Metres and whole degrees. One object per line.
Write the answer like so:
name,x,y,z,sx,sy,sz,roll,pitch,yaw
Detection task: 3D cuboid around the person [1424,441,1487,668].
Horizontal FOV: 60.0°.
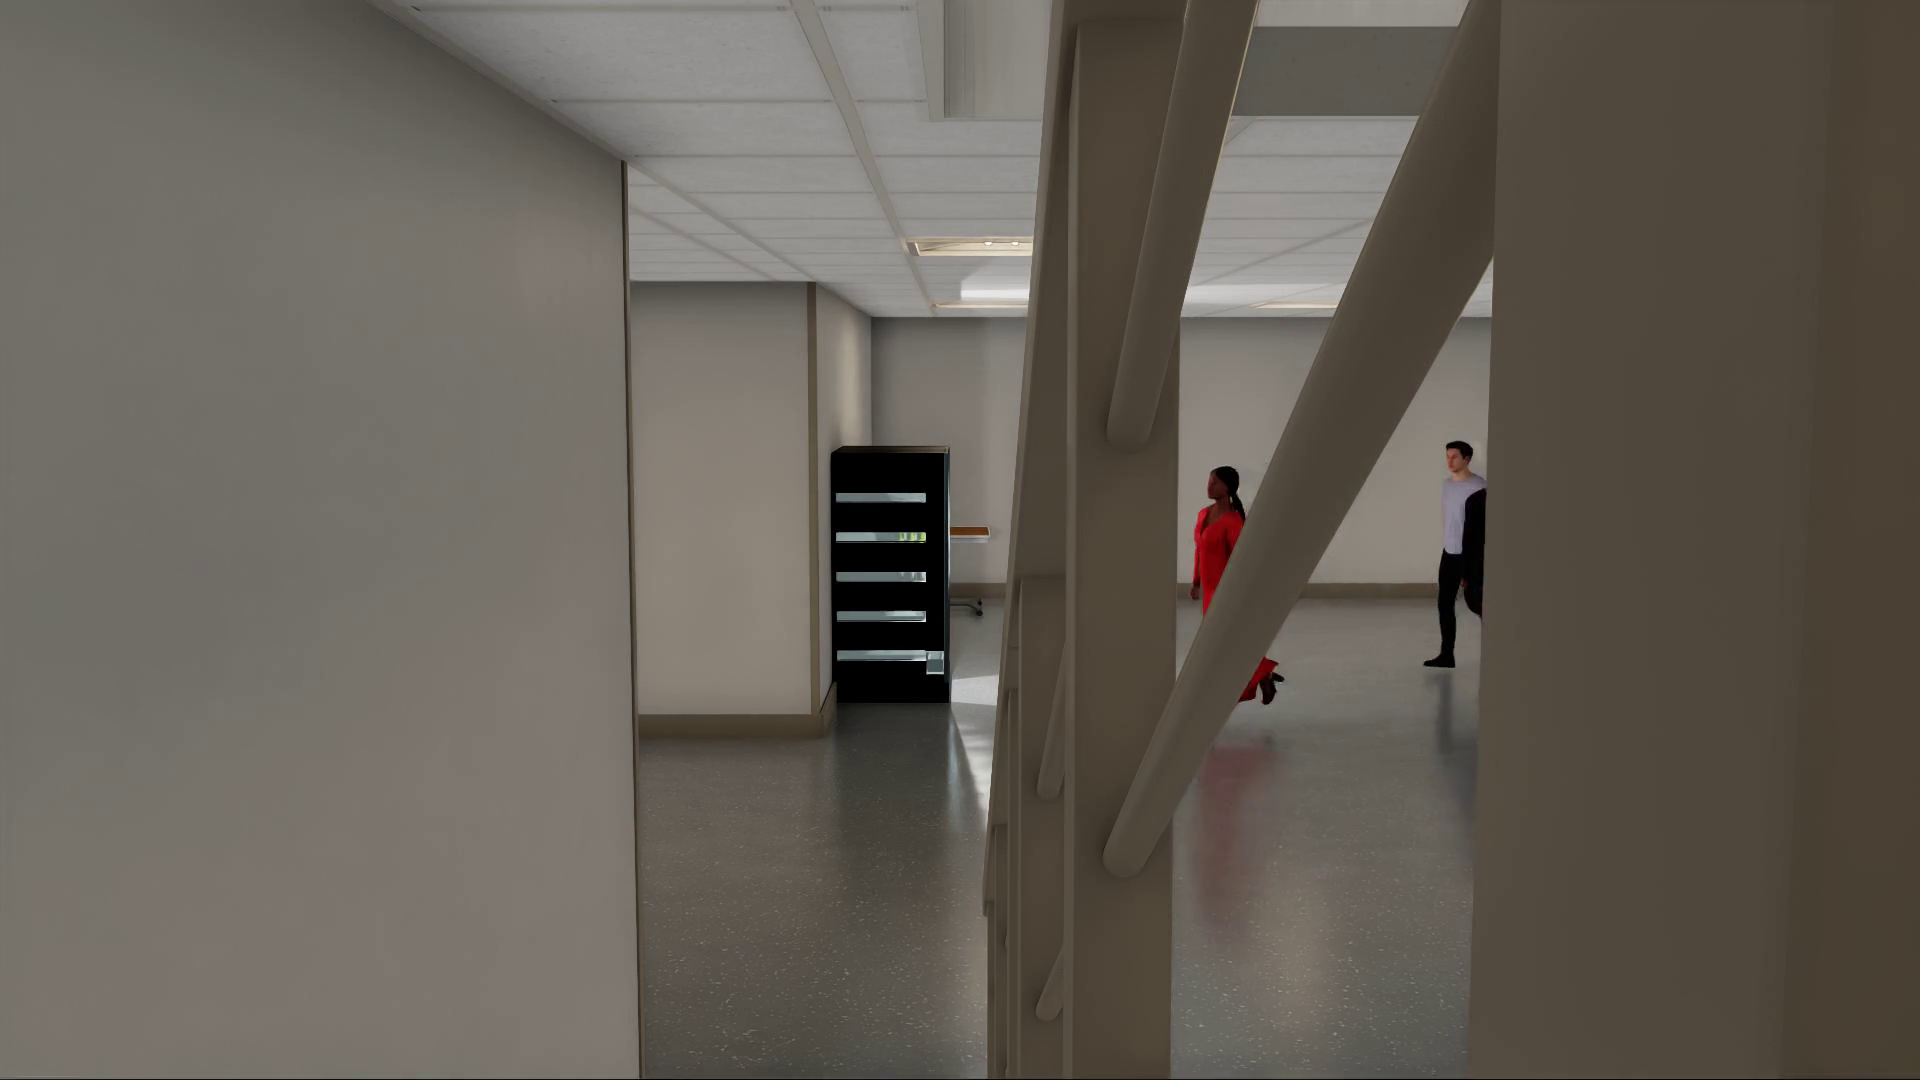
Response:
person,4.171,0.132,13.507,1.101,1.838,1.174,-4,7,-32

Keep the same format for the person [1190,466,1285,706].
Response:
person,1.843,0.396,11.298,0.890,1.756,1.048,-2,6,-20
